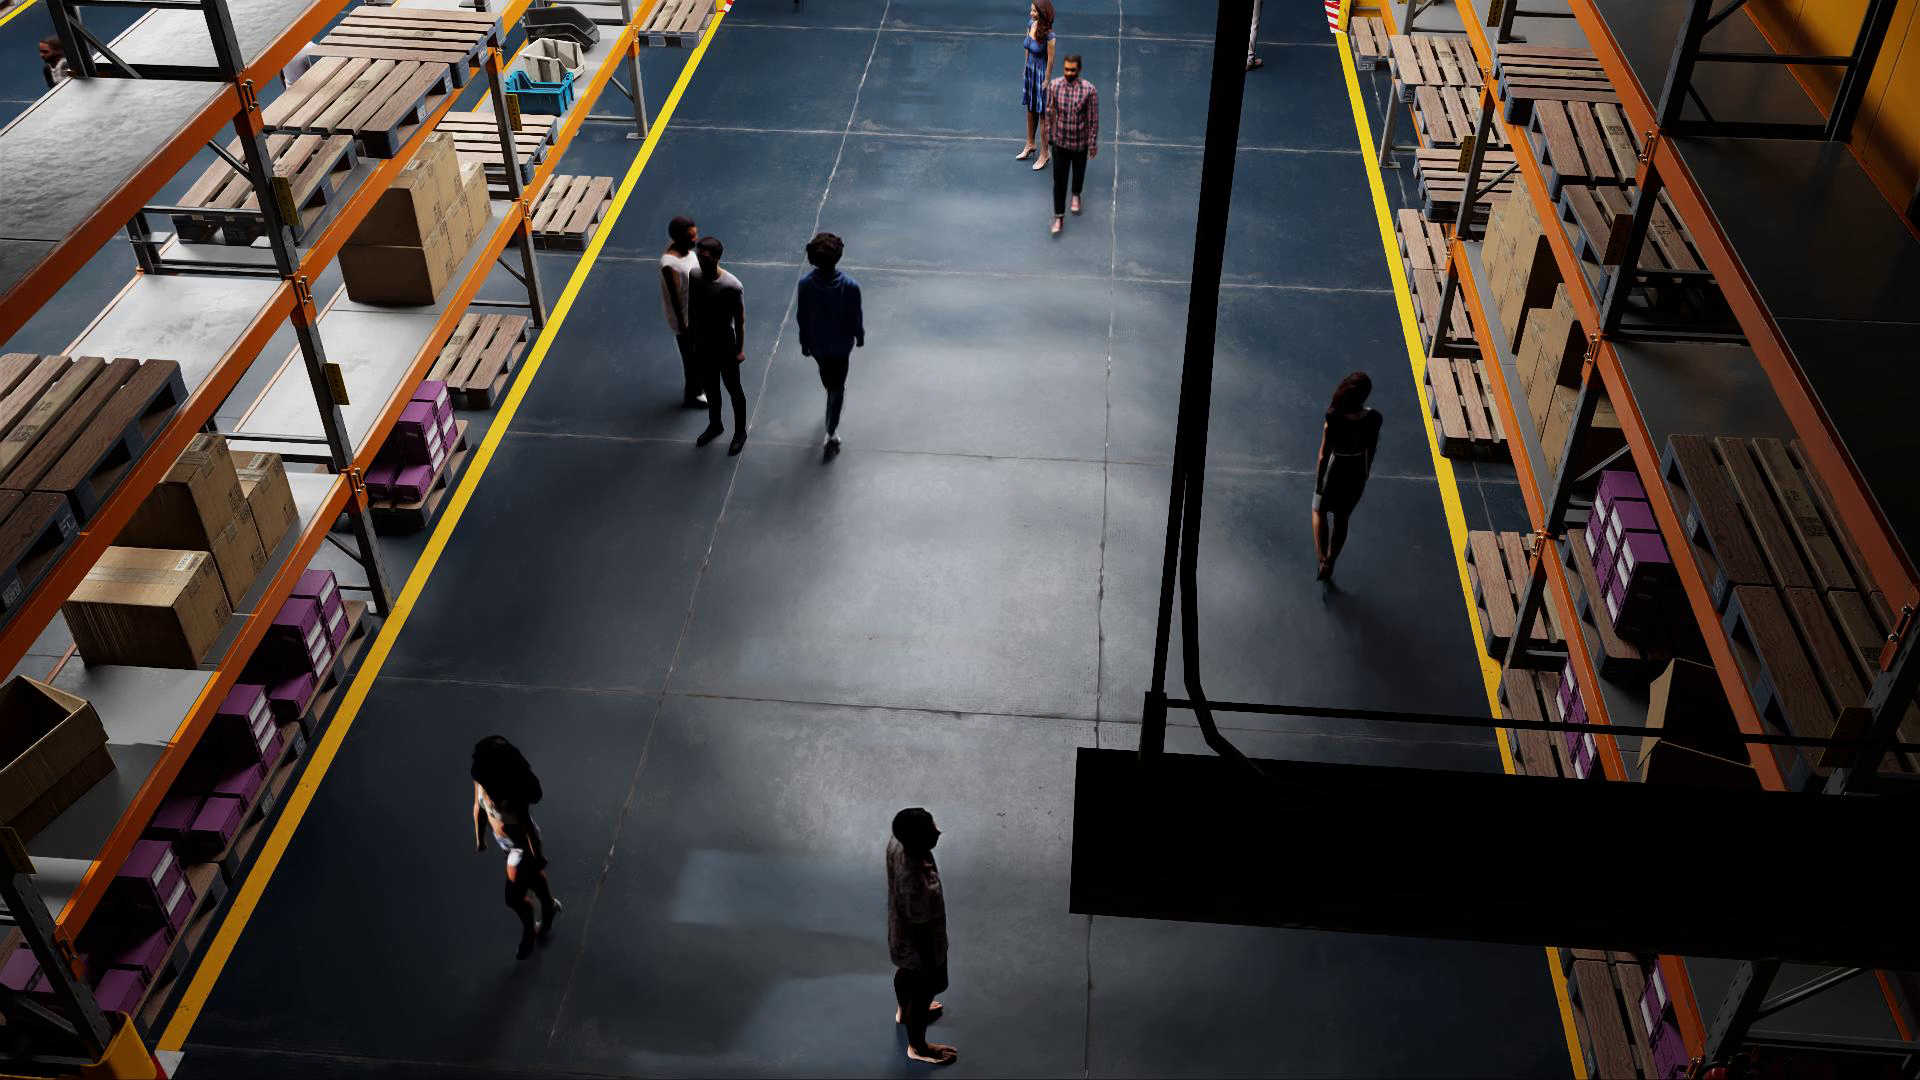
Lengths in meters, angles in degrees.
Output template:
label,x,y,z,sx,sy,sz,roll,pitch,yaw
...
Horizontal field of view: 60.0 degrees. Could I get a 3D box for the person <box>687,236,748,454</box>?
label,x,y,z,sx,sy,sz,roll,pitch,yaw
person,-1.933,-1.579,13.309,0.731,1.864,0.678,16,41,19

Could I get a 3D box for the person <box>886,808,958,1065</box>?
label,x,y,z,sx,sy,sz,roll,pitch,yaw
person,-0.236,2.065,8.784,0.793,1.816,0.628,-9,40,-11

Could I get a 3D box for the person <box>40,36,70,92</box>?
label,x,y,z,sx,sy,sz,roll,pitch,yaw
person,-8.750,-4.159,16.597,0.730,1.793,0.680,16,41,19

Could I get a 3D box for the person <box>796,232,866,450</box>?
label,x,y,z,sx,sy,sz,roll,pitch,yaw
person,-1.060,-1.565,13.363,0.746,1.774,1.173,7,39,9

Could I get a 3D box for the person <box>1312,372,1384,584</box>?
label,x,y,z,sx,sy,sz,roll,pitch,yaw
person,2.746,-0.363,11.850,0.617,1.784,0.677,-1,39,-2

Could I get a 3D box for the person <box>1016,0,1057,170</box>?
label,x,y,z,sx,sy,sz,roll,pitch,yaw
person,0.806,-4.770,17.351,0.813,1.806,0.721,-22,43,-25

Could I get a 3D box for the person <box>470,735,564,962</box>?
label,x,y,z,sx,sy,sz,roll,pitch,yaw
person,-2.448,1.679,9.432,0.741,1.611,0.800,29,47,31

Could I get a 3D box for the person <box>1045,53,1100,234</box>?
label,x,y,z,sx,sy,sz,roll,pitch,yaw
person,1.119,-3.983,16.435,0.787,1.720,1.128,7,39,9

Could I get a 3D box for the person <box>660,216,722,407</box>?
label,x,y,z,sx,sy,sz,roll,pitch,yaw
person,-2.264,-1.927,13.887,0.727,1.687,0.575,7,39,8
